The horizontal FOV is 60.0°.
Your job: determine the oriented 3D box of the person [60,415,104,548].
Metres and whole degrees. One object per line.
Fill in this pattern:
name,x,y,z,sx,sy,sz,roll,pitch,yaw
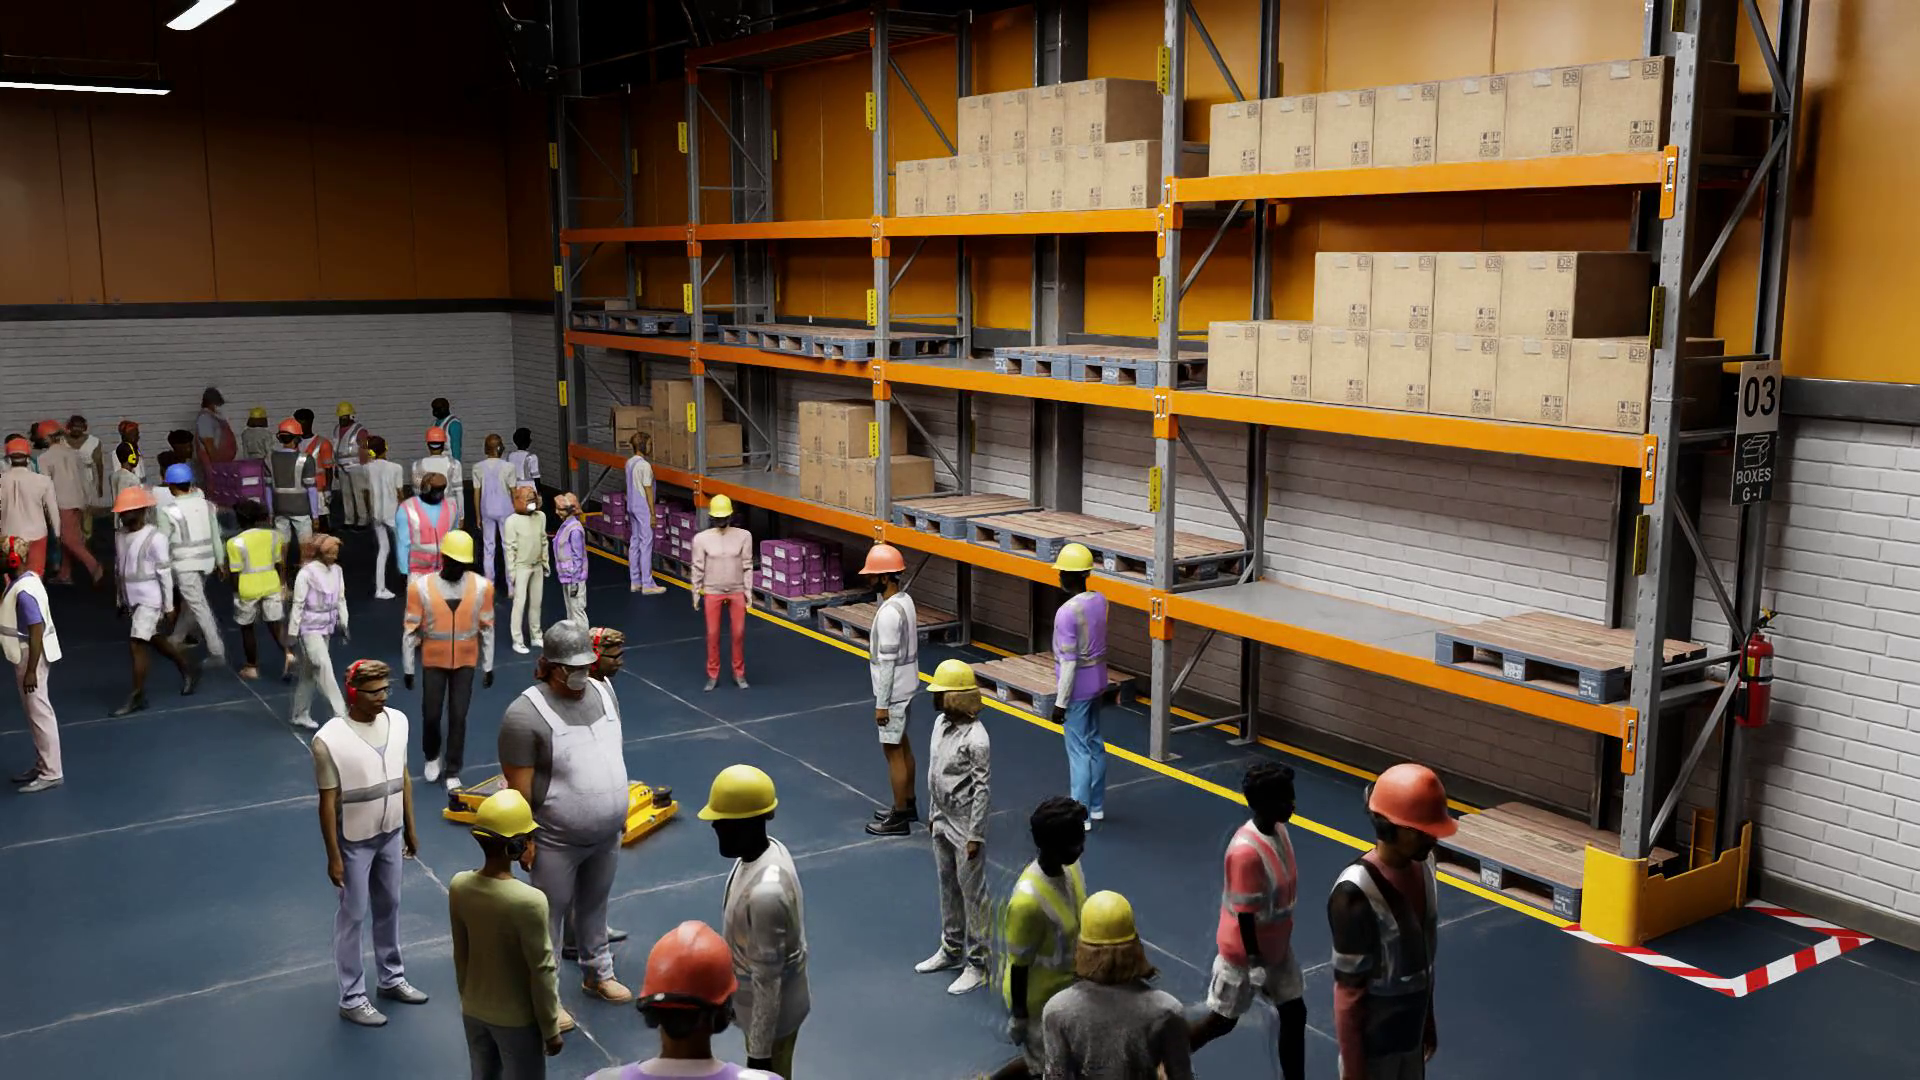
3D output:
person,-11.362,-0.731,21.469,0.572,1.775,0.897,-4,10,-21

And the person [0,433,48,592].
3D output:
person,-10.575,-0.283,18.679,0.340,1.838,0.505,5,11,29

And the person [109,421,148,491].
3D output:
person,-9.755,-0.465,19.612,0.355,1.884,0.575,0,10,-3

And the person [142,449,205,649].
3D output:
person,-7.608,0.092,16.138,0.648,1.959,0.496,-4,11,-24

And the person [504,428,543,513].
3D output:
person,-5.395,-0.545,20.626,0.535,1.697,0.318,5,11,25

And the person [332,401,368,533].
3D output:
person,-8.427,-1.006,22.971,0.591,1.824,0.403,5,11,28

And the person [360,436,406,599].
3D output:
person,-6.332,-0.260,18.577,0.567,1.829,0.700,1,10,7

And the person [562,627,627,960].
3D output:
person,-2.003,1.369,9.028,0.419,1.828,0.561,0,10,3

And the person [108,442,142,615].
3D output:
person,-8.754,-0.107,17.588,0.510,1.860,0.333,7,12,34

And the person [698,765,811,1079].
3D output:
person,-0.775,1.783,6.332,0.402,1.917,0.582,-2,10,-12

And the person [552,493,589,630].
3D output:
person,-3.599,0.370,15.427,0.308,1.639,0.511,-5,11,-25

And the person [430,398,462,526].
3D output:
person,-7.252,-1.092,23.468,0.636,1.827,0.429,9,13,43

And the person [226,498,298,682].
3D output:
person,-6.218,0.455,14.791,0.730,1.675,0.535,7,12,37

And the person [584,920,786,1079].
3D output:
person,-0.716,2.025,4.535,0.614,2.039,0.395,0,10,1

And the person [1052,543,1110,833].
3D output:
person,0.775,0.977,11.012,0.386,1.928,0.589,6,11,30

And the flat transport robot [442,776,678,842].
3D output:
flat transport robot,-2.696,1.769,11.220,1.431,0.197,0.652,4,10,20

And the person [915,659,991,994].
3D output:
person,-0.027,1.473,8.647,0.296,1.744,0.488,-6,11,-31

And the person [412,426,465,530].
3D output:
person,-5.790,-0.300,18.513,0.546,1.928,0.381,-2,10,-11

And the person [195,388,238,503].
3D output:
person,-10.452,-1.193,23.421,0.533,2.000,0.800,-3,10,-16

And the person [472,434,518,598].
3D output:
person,-5.155,-0.261,18.544,0.505,1.838,0.344,0,10,-1

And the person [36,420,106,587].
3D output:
person,-10.207,-0.409,19.122,0.864,1.952,0.640,3,10,17

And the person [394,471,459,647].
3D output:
person,-5.029,0.241,15.705,0.634,1.804,0.691,-7,12,-37

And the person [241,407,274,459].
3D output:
person,-9.699,-0.980,23.062,0.487,1.740,0.315,3,10,16

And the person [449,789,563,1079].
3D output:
person,-1.755,1.835,6.488,0.526,1.760,0.333,6,12,33

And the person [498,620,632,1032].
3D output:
person,-1.896,1.388,8.269,0.537,2.000,0.689,7,12,36

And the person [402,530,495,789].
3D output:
person,-3.638,0.852,11.848,0.619,1.901,0.523,-6,11,-31

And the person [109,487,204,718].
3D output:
person,-6.835,0.477,14.060,0.550,1.909,0.943,5,11,29

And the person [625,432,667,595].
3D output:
person,-3.577,-0.304,18.775,0.345,1.846,0.508,-8,13,-40

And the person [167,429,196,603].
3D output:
person,-8.360,-0.209,17.915,0.361,1.944,0.613,-5,11,-27

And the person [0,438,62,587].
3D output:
person,-9.506,-0.064,16.973,0.652,1.972,0.742,-3,10,-17

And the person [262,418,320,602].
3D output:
person,-7.357,-0.326,18.371,0.604,2.034,0.417,1,10,7

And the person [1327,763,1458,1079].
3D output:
person,1.568,1.778,6.019,0.411,2.033,0.612,9,13,42

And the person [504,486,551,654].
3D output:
person,-4.159,0.278,16.018,0.292,1.622,0.505,6,12,33

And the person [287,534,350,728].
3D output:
person,-5.067,0.748,13.312,0.815,1.593,0.547,2,10,11

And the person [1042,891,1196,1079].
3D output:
person,0.513,2.029,5.549,0.505,1.687,0.950,3,10,16

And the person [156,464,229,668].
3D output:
person,-7.216,0.234,15.482,1.045,1.886,0.634,4,10,21

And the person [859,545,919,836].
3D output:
person,-0.469,0.984,10.980,0.387,1.928,0.546,2,10,9

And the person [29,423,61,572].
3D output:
person,-11.184,-0.537,20.269,0.508,1.821,0.826,-7,12,-34

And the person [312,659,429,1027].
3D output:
person,-2.963,1.485,8.301,0.388,1.837,0.561,5,11,26

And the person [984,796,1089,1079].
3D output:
person,0.278,1.823,6.750,0.621,1.678,0.543,4,11,24

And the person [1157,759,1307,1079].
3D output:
person,1.231,1.748,7.258,0.832,1.665,0.534,6,12,33

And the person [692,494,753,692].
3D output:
person,-2.069,0.464,14.540,0.531,1.753,0.354,-3,10,-15

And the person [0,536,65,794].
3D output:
person,-6.619,0.874,11.857,0.384,1.845,0.565,-6,12,-33

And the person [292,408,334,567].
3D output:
person,-7.968,-0.638,20.382,0.613,1.965,0.361,2,10,14
